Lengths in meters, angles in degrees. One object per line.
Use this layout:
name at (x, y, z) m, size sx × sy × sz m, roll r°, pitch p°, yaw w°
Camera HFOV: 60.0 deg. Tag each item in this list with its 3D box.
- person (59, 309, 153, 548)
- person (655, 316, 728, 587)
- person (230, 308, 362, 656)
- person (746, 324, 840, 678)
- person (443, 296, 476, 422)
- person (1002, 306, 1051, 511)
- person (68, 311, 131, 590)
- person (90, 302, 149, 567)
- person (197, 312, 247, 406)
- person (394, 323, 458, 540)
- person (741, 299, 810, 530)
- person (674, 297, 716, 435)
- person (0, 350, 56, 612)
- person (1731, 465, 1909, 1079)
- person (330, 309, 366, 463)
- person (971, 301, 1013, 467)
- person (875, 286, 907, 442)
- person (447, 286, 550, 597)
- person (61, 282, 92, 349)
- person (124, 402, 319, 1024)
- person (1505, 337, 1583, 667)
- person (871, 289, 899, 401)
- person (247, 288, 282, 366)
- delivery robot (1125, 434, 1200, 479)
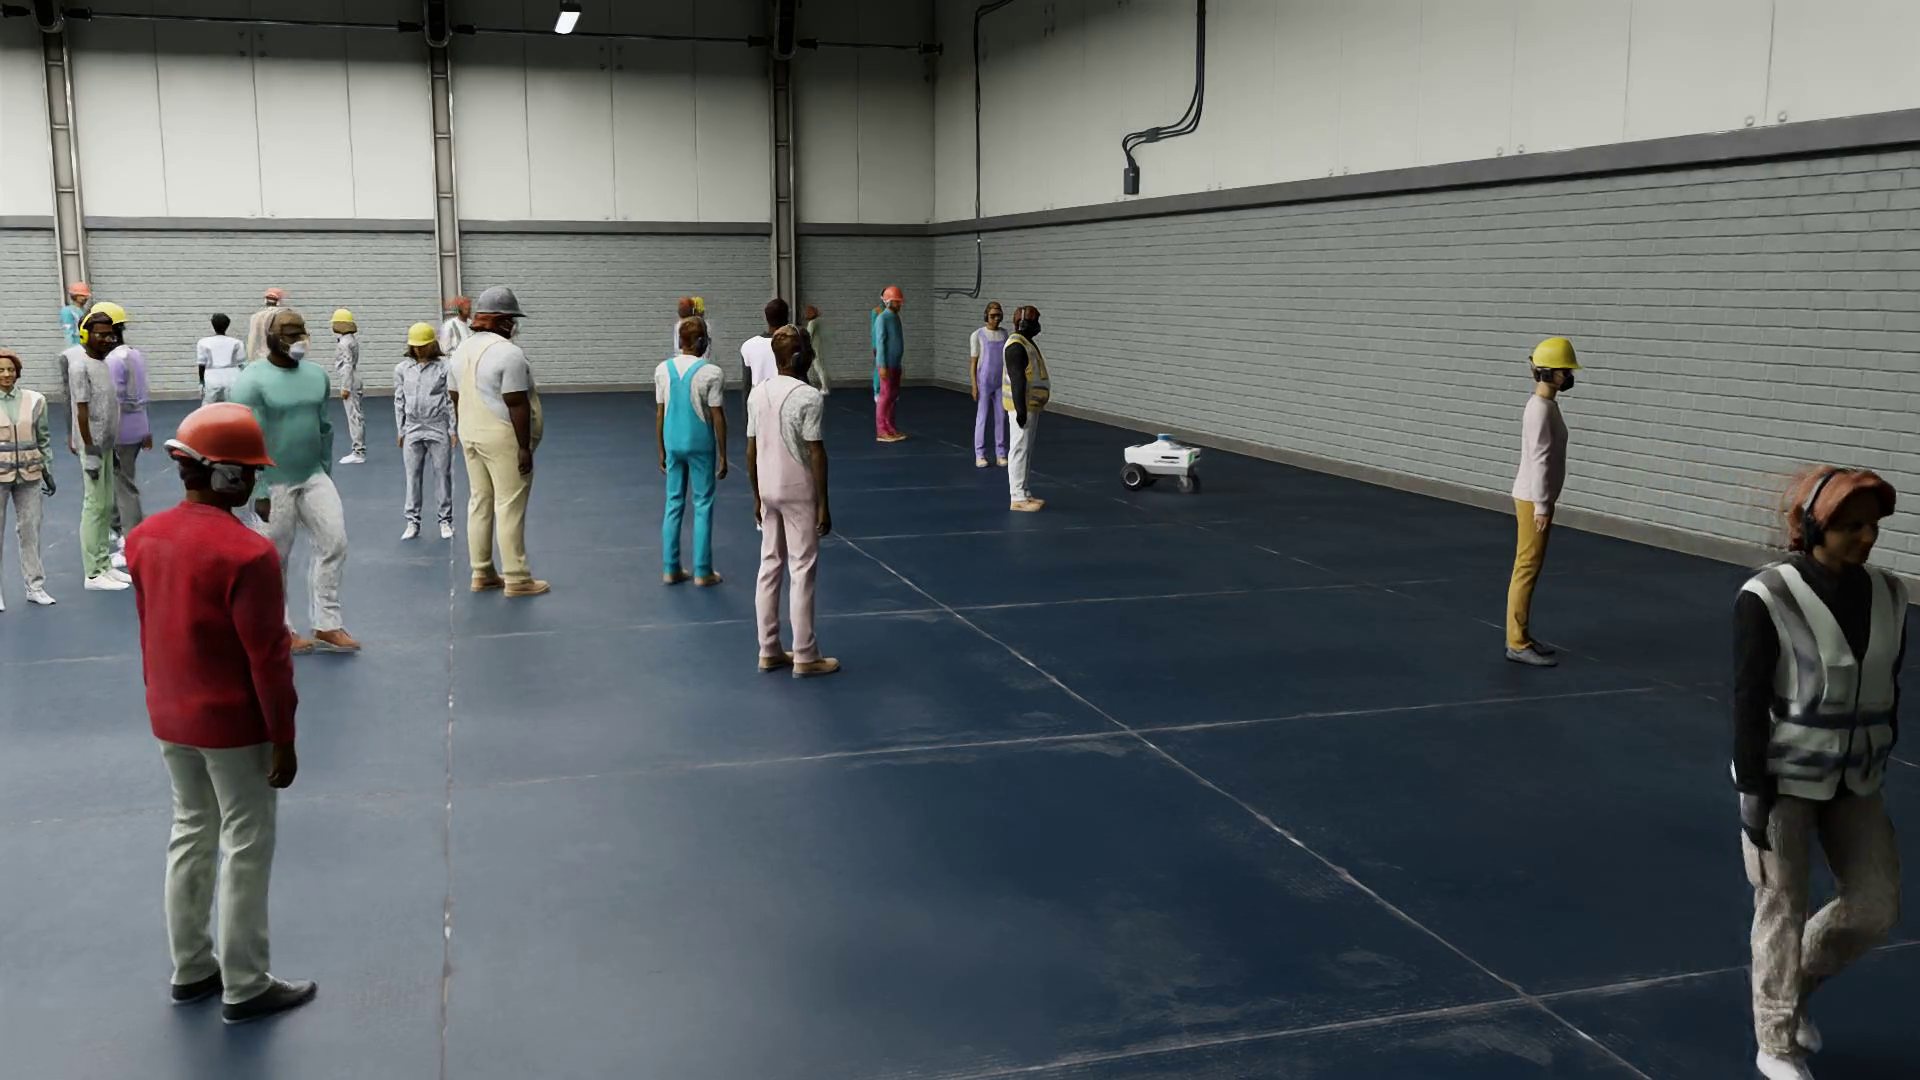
person at (-6.664, -0.886, 13.002) m, size 0.905 × 1.880 × 0.604 m, roll 6°, pitch 11°, yaw 33°
person at (-1.808, -0.589, 11.235) m, size 0.519 × 1.835 × 0.350 m, roll 3°, pitch 9°, yaw 17°
person at (-3.581, -0.295, 9.067) m, size 0.698 × 1.916 × 0.662 m, roll 5°, pitch 10°, yaw 28°
person at (-0.888, -0.202, 8.714) m, size 0.509 × 1.844 × 0.329 m, roll 7°, pitch 11°, yaw 36°
person at (-6.975, -2.442, 23.008) m, size 0.816 × 1.859 × 0.593 m, roll 4°, pitch 10°, yaw 23°
person at (0.599, -1.186, 15.008) m, size 0.429 × 1.844 × 0.625 m, roll 2°, pitch 9°, yaw 10°
person at (-5.774, -0.598, 11.193) m, size 0.334 × 1.864 × 0.521 m, roll -1°, pitch 9°, yaw -9°
person at (-6.083, -0.751, 12.017) m, size 0.401 × 1.917 × 0.589 m, roll -3°, pitch 9°, yaw -16°
person at (-8.743, -1.852, 19.732) m, size 0.555 × 1.684 × 0.364 m, roll -5°, pitch 10°, yaw -29°
person at (-4.266, -0.865, 13.302) m, size 0.484 × 1.734 × 0.320 m, roll -1°, pitch 9°, yaw -9°
person at (-1.522, -1.027, 13.755) m, size 0.597 × 1.915 × 0.370 m, roll 3°, pitch 9°, yaw 19°
person at (-3.511, -2.271, 21.925) m, size 0.585 × 1.852 × 0.926 m, roll 9°, pitch 12°, yaw 43°
person at (-5.984, -0.378, 10.491) m, size 0.314 × 1.640 × 0.516 m, roll 8°, pitch 12°, yaw 40°
person at (2.143, 0.620, 4.182) m, size 0.510 × 1.626 × 0.372 m, roll -2°, pitch 9°, yaw -12°
person at (-6.942, -1.741, 18.861) m, size 0.312 × 1.744 × 0.487 m, roll -2°, pitch 9°, yaw -11°
person at (0.359, -1.714, 18.413) m, size 0.501 × 1.838 × 0.341 m, roll -4°, pitch 10°, yaw -23°
person at (-0.882, -2.265, 21.412) m, size 0.402 × 1.990 × 0.622 m, roll 3°, pitch 9°, yaw 20°
person at (-3.018, -0.658, 11.002) m, size 0.684 × 2.000 × 0.535 m, roll 7°, pitch 11°, yaw 38°
person at (-13.055, -2.814, 24.774) m, size 0.411 × 2.034 × 0.653 m, roll 0°, pitch 9°, yaw 2°
person at (-2.059, 0.483, 4.682) m, size 0.575 × 1.740 × 0.348 m, roll 5°, pitch 10°, yaw 28°
person at (3.166, -0.210, 9.019) m, size 0.328 × 1.767 × 0.531 m, roll 3°, pitch 9°, yaw 19°
person at (-1.284, -3.323, 28.403) m, size 0.371 × 1.915 × 0.597 m, roll 8°, pitch 12°, yaw 40°
person at (-9.615, -2.544, 23.295) m, size 0.725 × 1.945 × 0.576 m, roll -7°, pitch 11°, yaw -37°
delivery robot at (1.994, -0.803, 16.354) m, size 0.707 × 0.478 × 0.477 m, roll 4°, pitch 10°, yaw 23°
